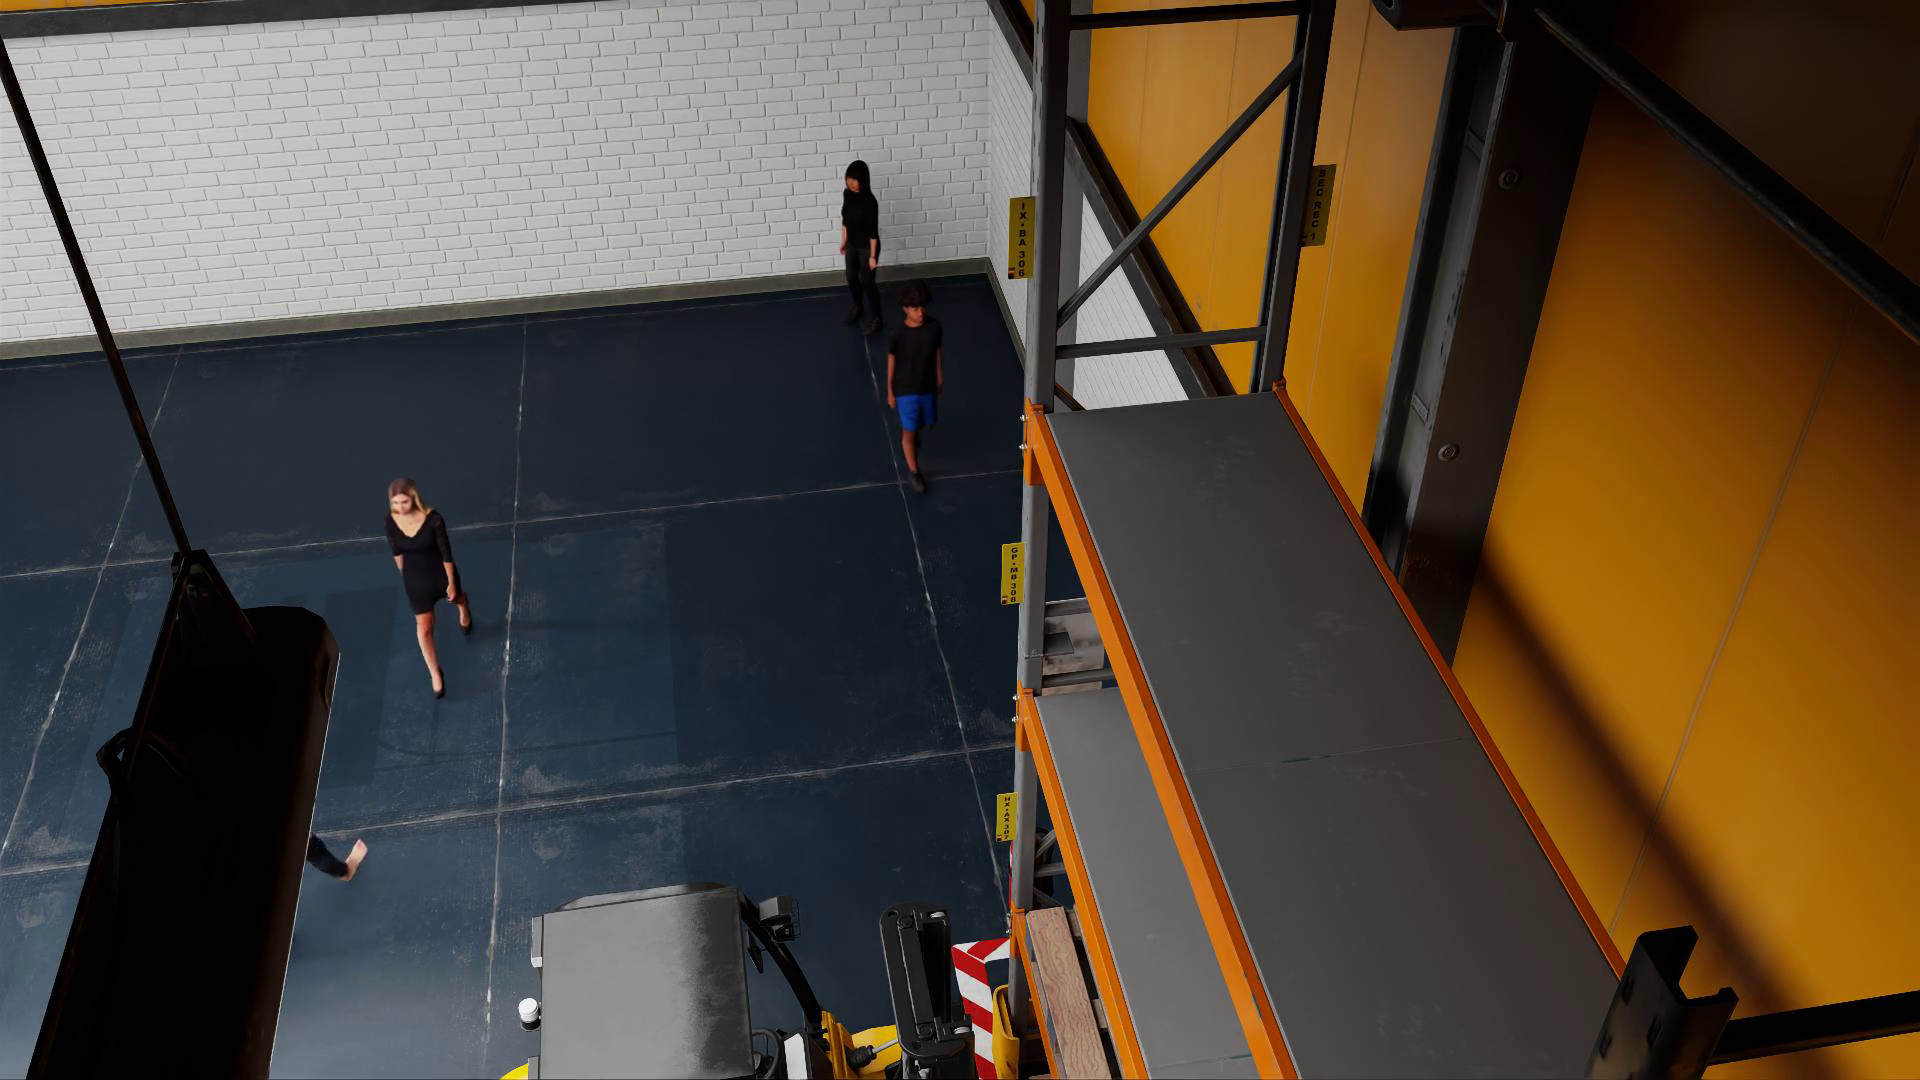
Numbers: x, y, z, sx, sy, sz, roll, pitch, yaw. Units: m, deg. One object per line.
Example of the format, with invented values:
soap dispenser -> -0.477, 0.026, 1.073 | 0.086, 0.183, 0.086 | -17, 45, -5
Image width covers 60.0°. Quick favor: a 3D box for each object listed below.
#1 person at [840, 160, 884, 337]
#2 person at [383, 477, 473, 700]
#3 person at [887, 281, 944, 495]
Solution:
person -> -0.850, -2.575, 14.556 | 0.630, 1.631, 0.715 | 32, 48, 33
person -> -3.496, 0.205, 11.070 | 0.586, 1.637, 1.047 | -3, 39, -4
person -> -0.383, -1.232, 12.753 | 0.698, 1.782, 0.979 | -12, 40, -15
